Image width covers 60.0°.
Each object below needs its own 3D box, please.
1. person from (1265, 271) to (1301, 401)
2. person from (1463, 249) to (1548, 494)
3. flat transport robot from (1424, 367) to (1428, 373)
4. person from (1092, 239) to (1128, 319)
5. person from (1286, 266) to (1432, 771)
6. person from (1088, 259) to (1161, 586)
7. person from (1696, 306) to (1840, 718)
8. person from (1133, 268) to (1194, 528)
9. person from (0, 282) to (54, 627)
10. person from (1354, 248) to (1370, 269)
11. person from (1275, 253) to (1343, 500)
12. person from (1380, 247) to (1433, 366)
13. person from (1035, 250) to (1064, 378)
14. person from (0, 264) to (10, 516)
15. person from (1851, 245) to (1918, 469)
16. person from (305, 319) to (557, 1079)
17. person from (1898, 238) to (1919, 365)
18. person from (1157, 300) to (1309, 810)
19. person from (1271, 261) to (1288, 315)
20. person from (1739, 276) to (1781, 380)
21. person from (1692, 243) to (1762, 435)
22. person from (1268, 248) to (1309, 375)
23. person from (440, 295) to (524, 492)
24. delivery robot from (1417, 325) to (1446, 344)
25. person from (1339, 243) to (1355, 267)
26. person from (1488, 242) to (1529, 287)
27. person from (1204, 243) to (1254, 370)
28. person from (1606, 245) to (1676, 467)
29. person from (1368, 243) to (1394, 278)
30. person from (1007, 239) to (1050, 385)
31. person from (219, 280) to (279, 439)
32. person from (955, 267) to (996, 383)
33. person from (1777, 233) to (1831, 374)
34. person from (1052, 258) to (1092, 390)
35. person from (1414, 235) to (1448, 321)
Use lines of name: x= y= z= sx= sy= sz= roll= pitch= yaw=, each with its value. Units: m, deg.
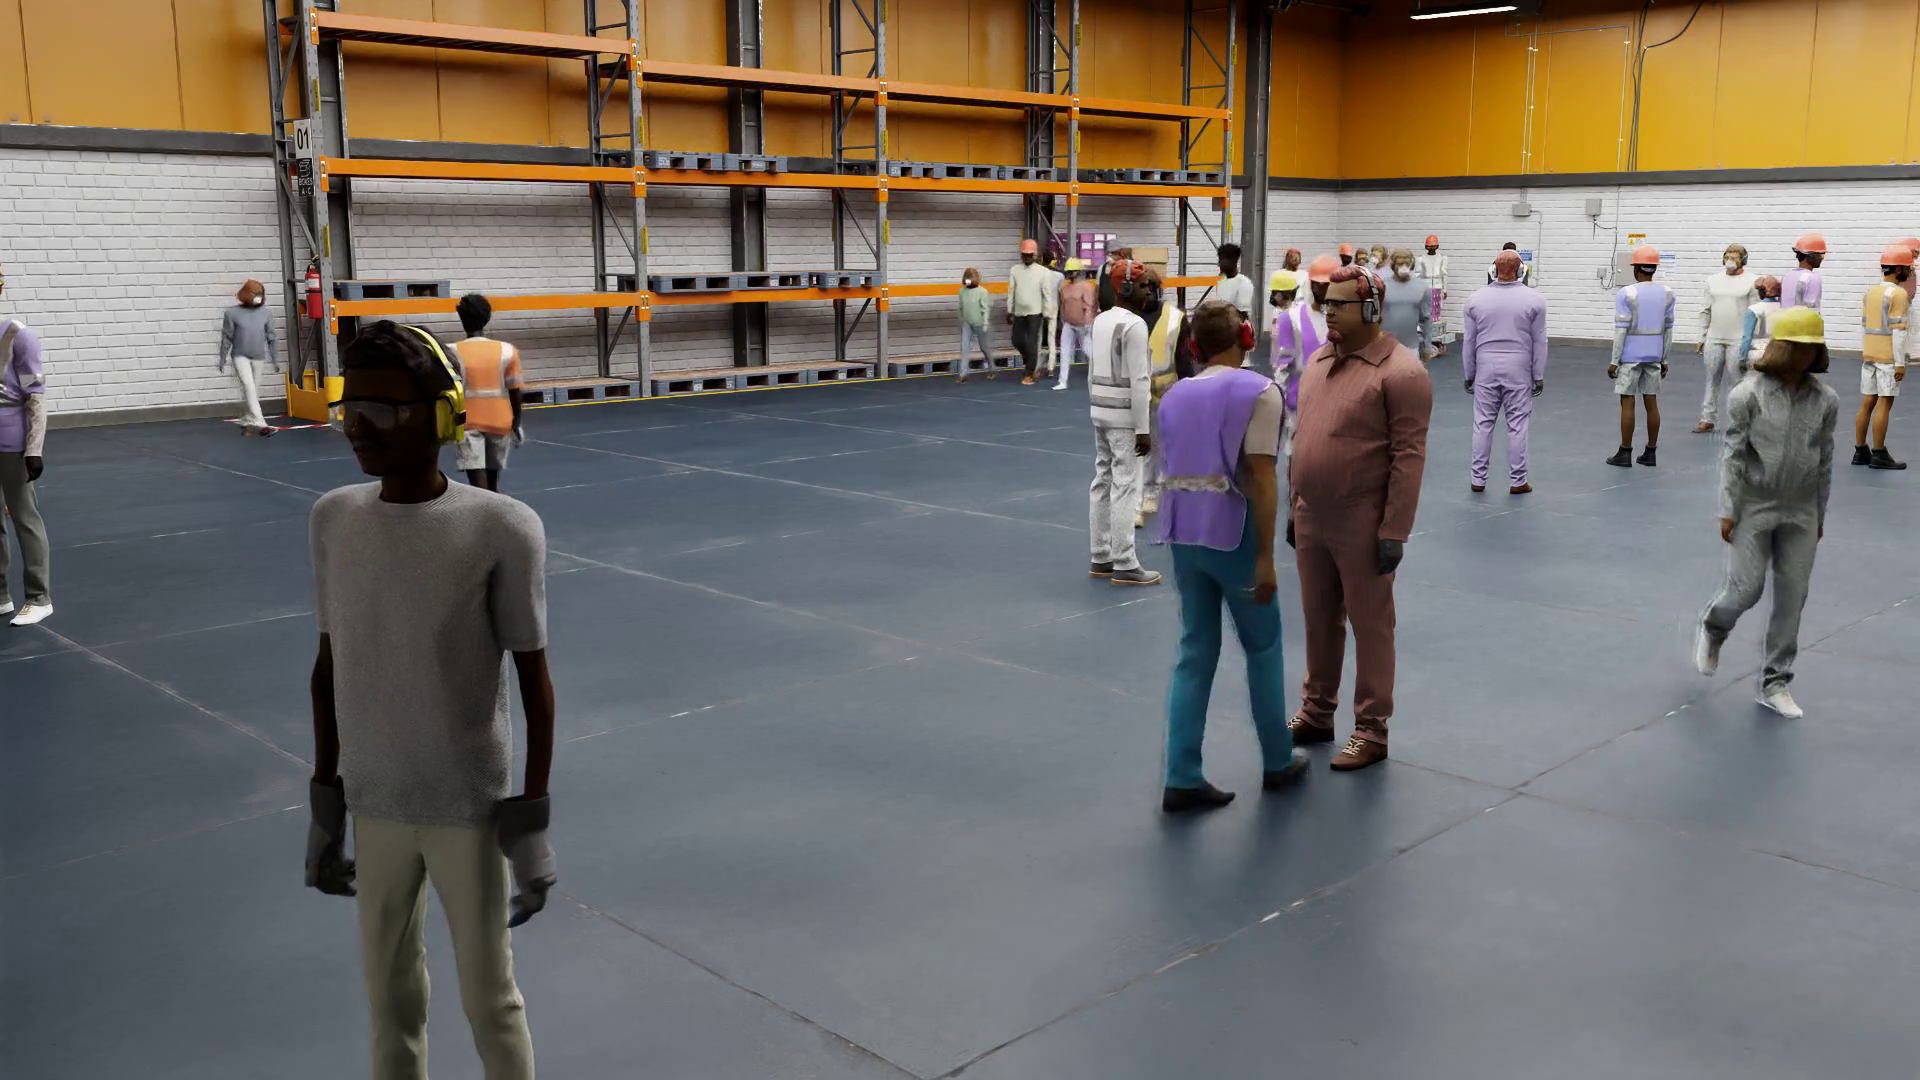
person: x=2.604 y=-1.330 z=13.643 sx=0.919 sy=1.714 sz=0.546 roll=0 pitch=10 yaw=1
person: x=4.274 y=-1.313 z=13.061 sx=0.640 sy=1.913 sz=0.410 roll=5 pitch=12 yaw=26
flat transport robot: x=6.030 y=-2.541 z=24.230 sx=0.652 sy=0.197 sz=1.431 roll=-7 pitch=13 yaw=-35
person: x=2.283 y=-3.381 z=23.982 sx=0.686 sy=2.000 sz=1.010 roll=7 pitch=13 yaw=35
person: x=1.468 y=-0.084 z=6.371 sx=0.409 sy=1.908 sz=0.639 roll=-6 pitch=12 yaw=-30
person: x=0.942 y=-0.680 z=9.685 sx=0.362 sy=1.883 sz=0.576 roll=-4 pitch=11 yaw=-21
person: x=3.477 y=-0.139 z=7.131 sx=0.497 sy=1.729 sz=0.555 roll=0 pitch=10 yaw=-2
person: x=1.327 y=-1.021 z=11.797 sx=0.641 sy=1.798 sz=0.950 roll=1 pitch=10 yaw=4
person: x=-5.017 y=-0.510 z=8.634 sx=0.591 sy=1.927 sz=0.366 roll=3 pitch=11 yaw=14
person: x=5.980 y=-3.441 z=24.863 sx=0.541 sy=1.834 sz=0.541 roll=0 pitch=10 yaw=-3
person: x=2.312 y=-0.895 z=10.775 sx=0.553 sy=1.918 sz=0.804 roll=1 pitch=10 yaw=7
person: x=4.253 y=-1.887 z=16.192 sx=0.634 sy=1.917 sz=0.819 roll=0 pitch=10 yaw=0
person: x=1.230 y=-3.232 z=23.829 sx=0.505 sy=1.808 sz=0.977 roll=1 pitch=10 yaw=3
person: x=-7.016 y=-1.111 z=12.067 sx=0.332 sy=1.872 sz=0.514 roll=-3 pitch=11 yaw=-14
person: x=8.062 y=-1.587 z=14.475 sx=0.359 sy=1.939 sz=0.543 roll=0 pitch=10 yaw=-2
person: x=-1.011 y=0.523 z=3.153 sx=0.518 sy=1.874 sz=0.330 roll=2 pitch=11 yaw=13
person: x=14.694 y=-3.658 z=25.682 sx=0.858 sy=1.960 sz=0.663 roll=10 pitch=14 yaw=43
person: x=0.988 y=0.043 z=5.985 sx=0.805 sy=1.786 sz=0.658 roll=-9 pitch=14 yaw=-42
person: x=5.461 y=-3.880 z=27.872 sx=0.519 sy=1.618 sz=0.534 roll=1 pitch=10 yaw=4
person: x=7.880 y=-1.769 z=16.312 sx=0.515 sy=1.631 sz=0.332 roll=-2 pitch=11 yaw=-12
person: x=7.818 y=-2.035 z=16.928 sx=0.354 sy=1.938 sz=0.636 roll=-9 pitch=14 yaw=-41
person: x=4.692 y=-3.244 z=23.802 sx=0.588 sy=1.845 sz=0.961 roll=-2 pitch=11 yaw=-11
person: x=-3.065 y=-0.726 z=10.558 sx=0.549 sy=1.646 sz=0.865 roll=-7 pitch=12 yaw=-32
delivery robot: x=8.145 y=-3.635 z=29.165 sx=0.707 sy=0.478 sz=0.477 roll=1 pitch=10 yaw=3
person: x=6.084 y=-3.776 z=26.545 sx=0.543 sy=1.910 sz=0.896 roll=-2 pitch=11 yaw=-9
person: x=8.088 y=-3.437 z=24.615 sx=0.587 sy=1.920 sz=0.391 roll=3 pitch=11 yaw=14
person: x=2.792 y=-2.164 z=17.644 sx=0.813 sy=1.934 sz=0.621 roll=-5 pitch=11 yaw=-24
person: x=5.944 y=-1.605 z=14.576 sx=0.552 sy=1.935 sz=0.367 roll=-2 pitch=11 yaw=-9
person: x=5.452 y=-2.906 z=21.718 sx=0.446 sy=1.916 sz=0.649 roll=-8 pitch=13 yaw=-36
person: x=0.955 y=-3.115 z=22.705 sx=0.635 sy=1.975 sz=0.623 roll=5 pitch=12 yaw=26
person: x=-7.092 y=-1.800 z=16.607 sx=0.859 sy=1.573 sz=0.559 roll=10 pitch=14 yaw=42
person: x=0.236 y=-2.987 z=23.071 sx=0.506 sy=1.593 sz=0.857 roll=7 pitch=12 yaw=32
person: x=8.093 y=-1.922 z=16.017 sx=0.394 sy=2.044 sz=0.609 roll=0 pitch=10 yaw=-2
person: x=1.562 y=-2.854 z=21.937 sx=0.523 sy=1.732 sz=0.848 roll=7 pitch=13 yaw=35
person: x=8.848 y=-4.709 z=31.262 sx=0.615 sy=2.030 sz=0.405 roll=1 pitch=10 yaw=5
